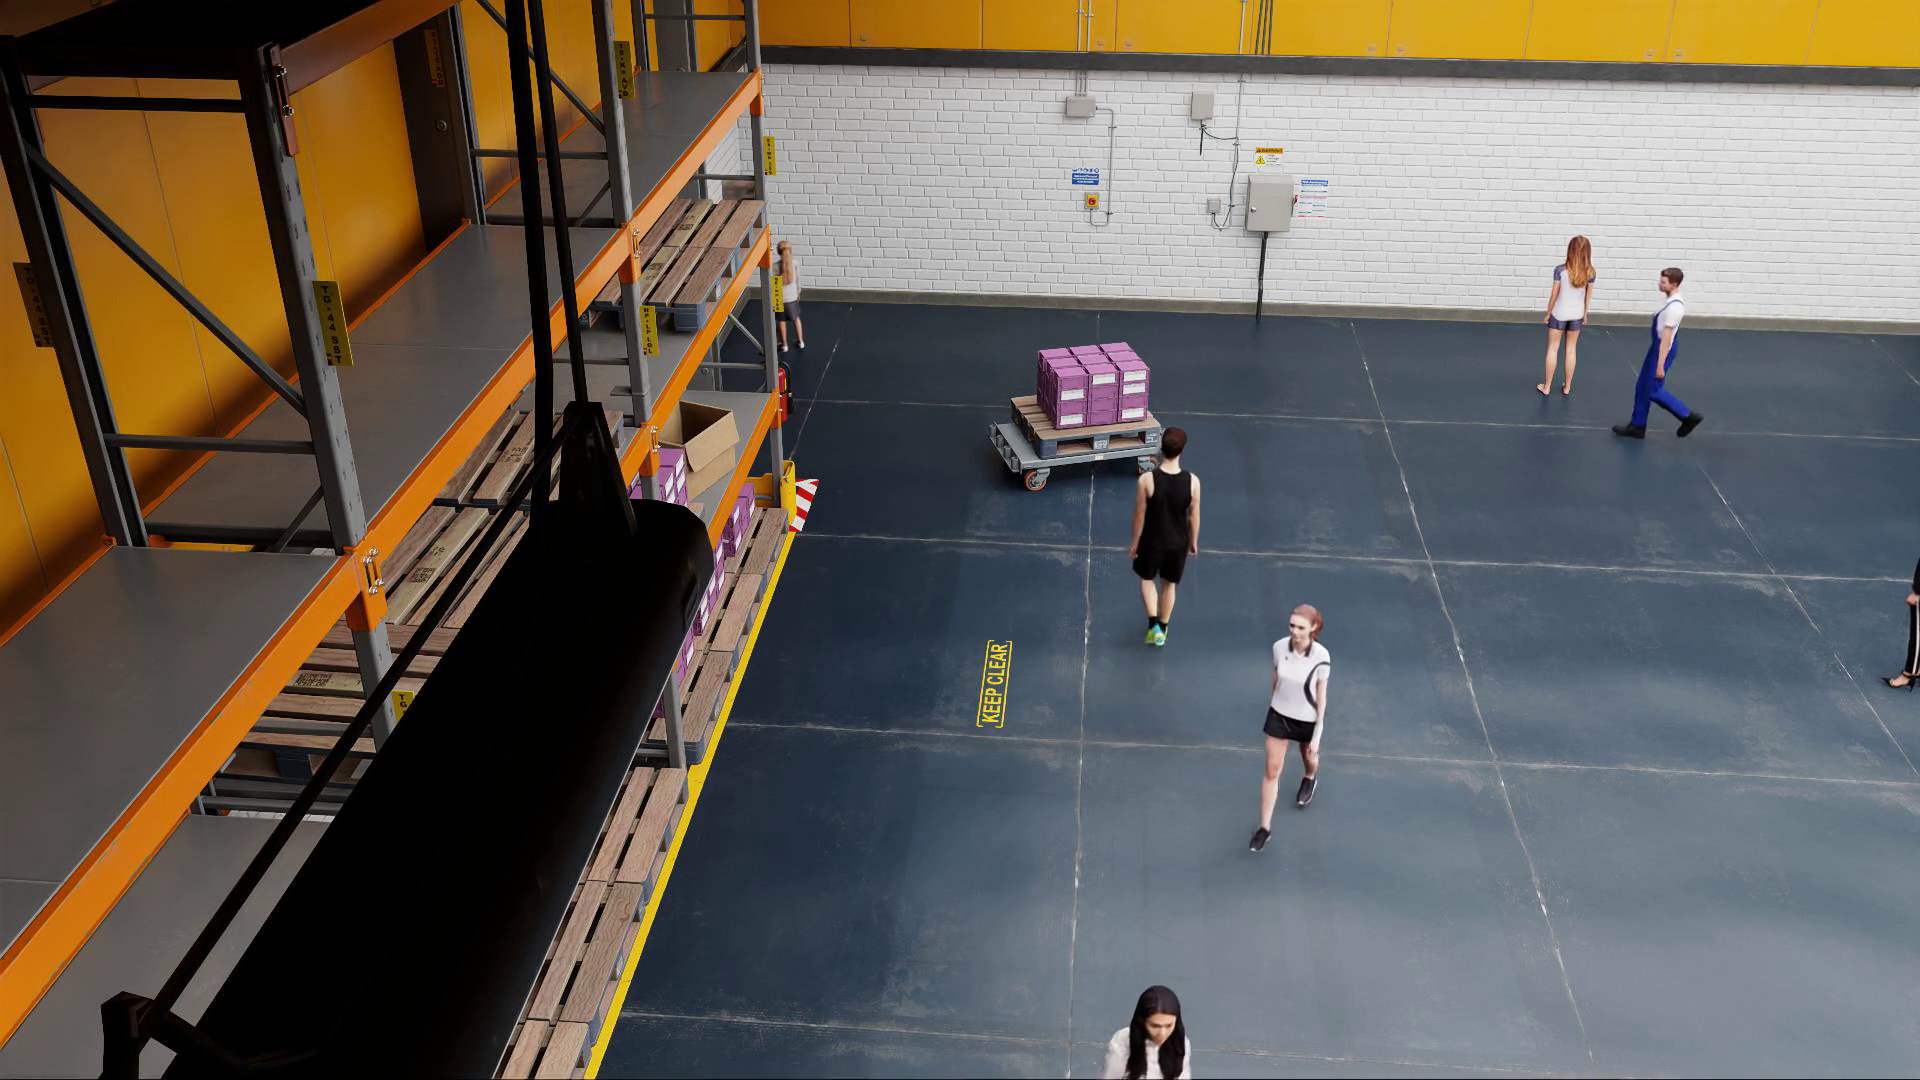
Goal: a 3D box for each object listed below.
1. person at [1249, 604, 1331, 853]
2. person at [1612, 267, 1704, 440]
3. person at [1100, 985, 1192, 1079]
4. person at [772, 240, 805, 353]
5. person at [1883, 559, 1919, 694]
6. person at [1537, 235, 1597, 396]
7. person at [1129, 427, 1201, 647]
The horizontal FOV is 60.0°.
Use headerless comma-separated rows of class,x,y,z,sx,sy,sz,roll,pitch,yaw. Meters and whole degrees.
person,2.282,1.176,11.093,0.859,1.706,1.222,13,31,23
person,7.015,-1.795,16.413,0.908,1.828,1.057,12,31,21
person,0.857,2.804,8.076,0.746,1.737,0.879,-5,29,-10
person,-1.958,-2.761,18.765,0.590,1.271,0.635,-13,31,-22
person,7.356,0.383,12.549,0.681,1.704,0.689,-13,31,-22
person,6.411,-2.370,17.569,0.611,1.730,0.551,0,29,1
person,1.596,0.046,12.985,0.725,1.878,0.787,0,29,0
